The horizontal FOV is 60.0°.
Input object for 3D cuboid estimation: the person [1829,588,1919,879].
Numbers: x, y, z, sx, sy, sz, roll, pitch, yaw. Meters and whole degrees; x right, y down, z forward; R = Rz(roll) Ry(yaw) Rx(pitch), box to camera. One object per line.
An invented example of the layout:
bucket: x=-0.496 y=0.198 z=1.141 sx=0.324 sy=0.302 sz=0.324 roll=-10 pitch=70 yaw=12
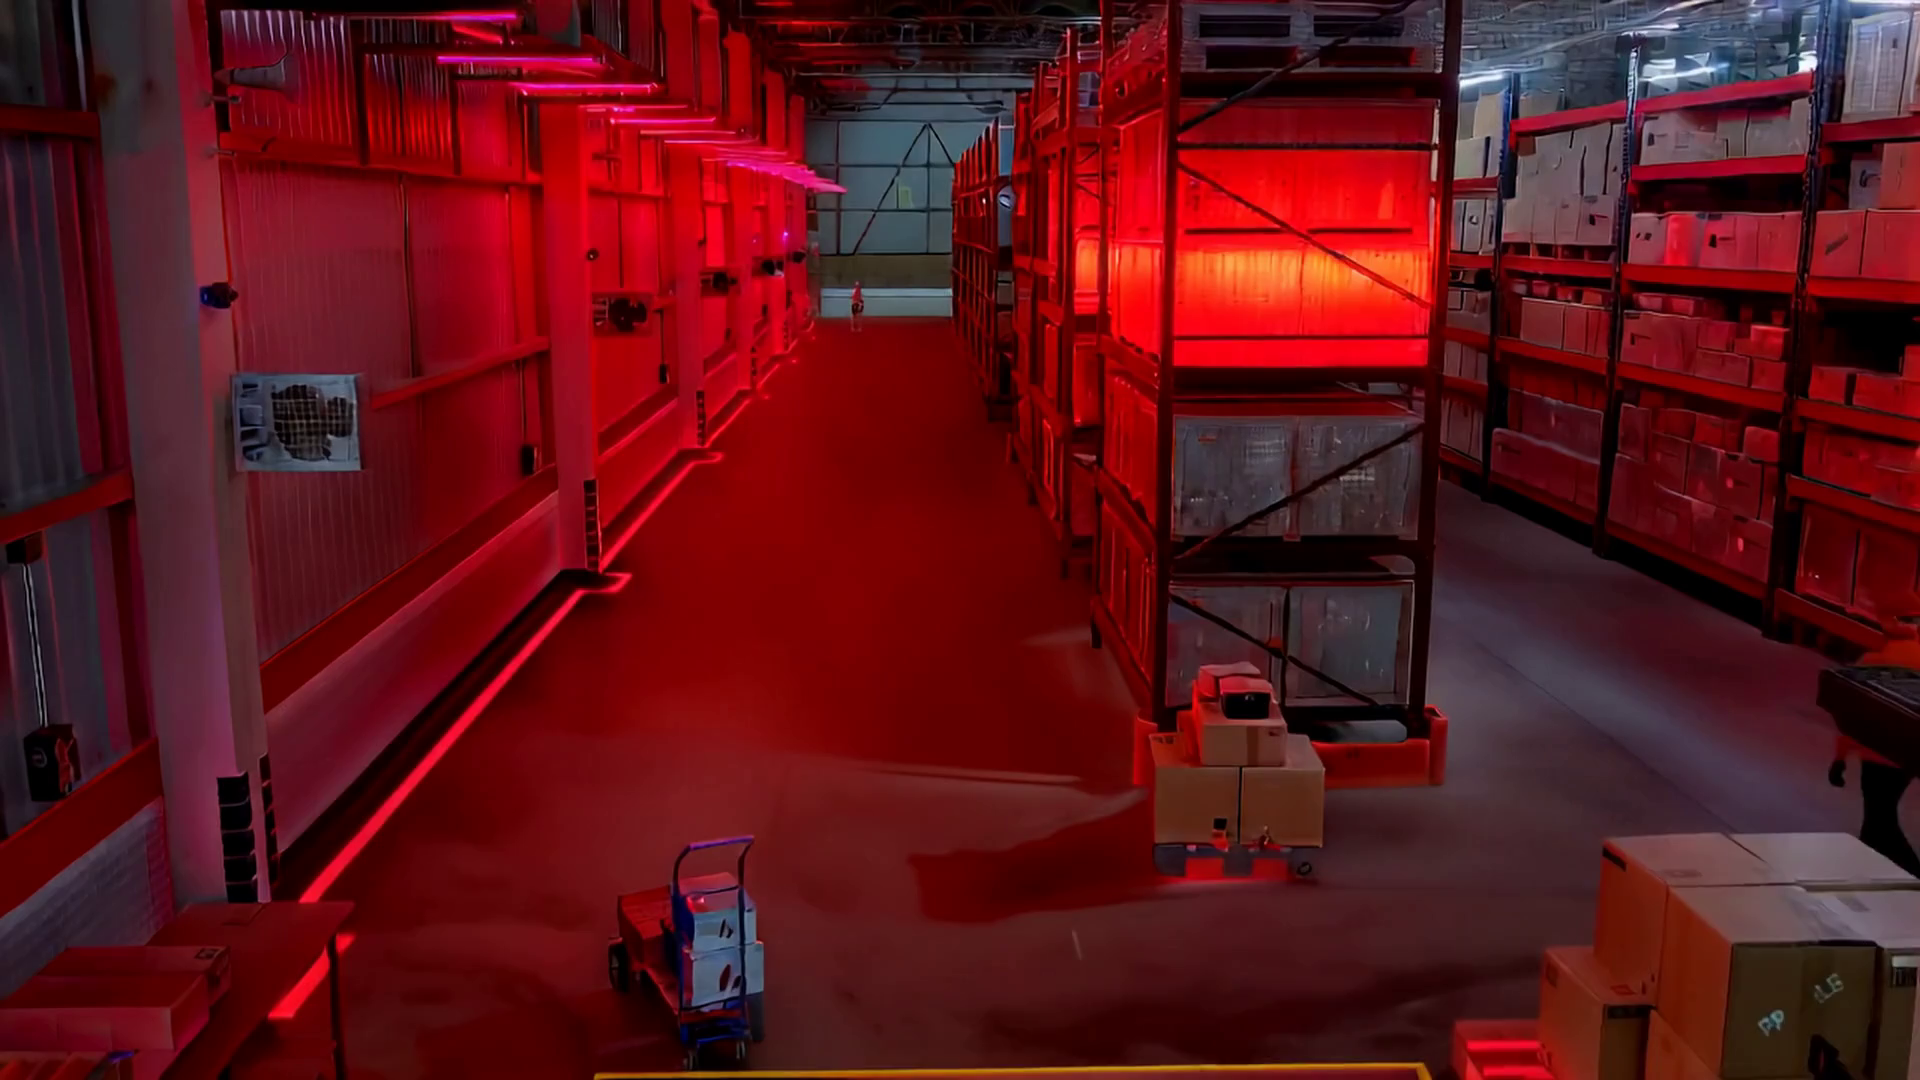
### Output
person: x=5.475 y=1.269 z=9.672 sx=0.630 sy=1.958 sz=0.972 roll=-2 pitch=11 yaw=-12

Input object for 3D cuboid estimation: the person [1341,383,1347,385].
person: x=6.787 y=-2.396 z=29.676 sx=0.856 sy=1.591 sz=0.516 roll=0 pitch=11 yaw=0

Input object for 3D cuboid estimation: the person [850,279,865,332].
person: x=-3.745 y=-8.579 z=60.928 sx=0.548 sy=1.942 sz=0.348 roll=7 pitch=13 yaw=33
